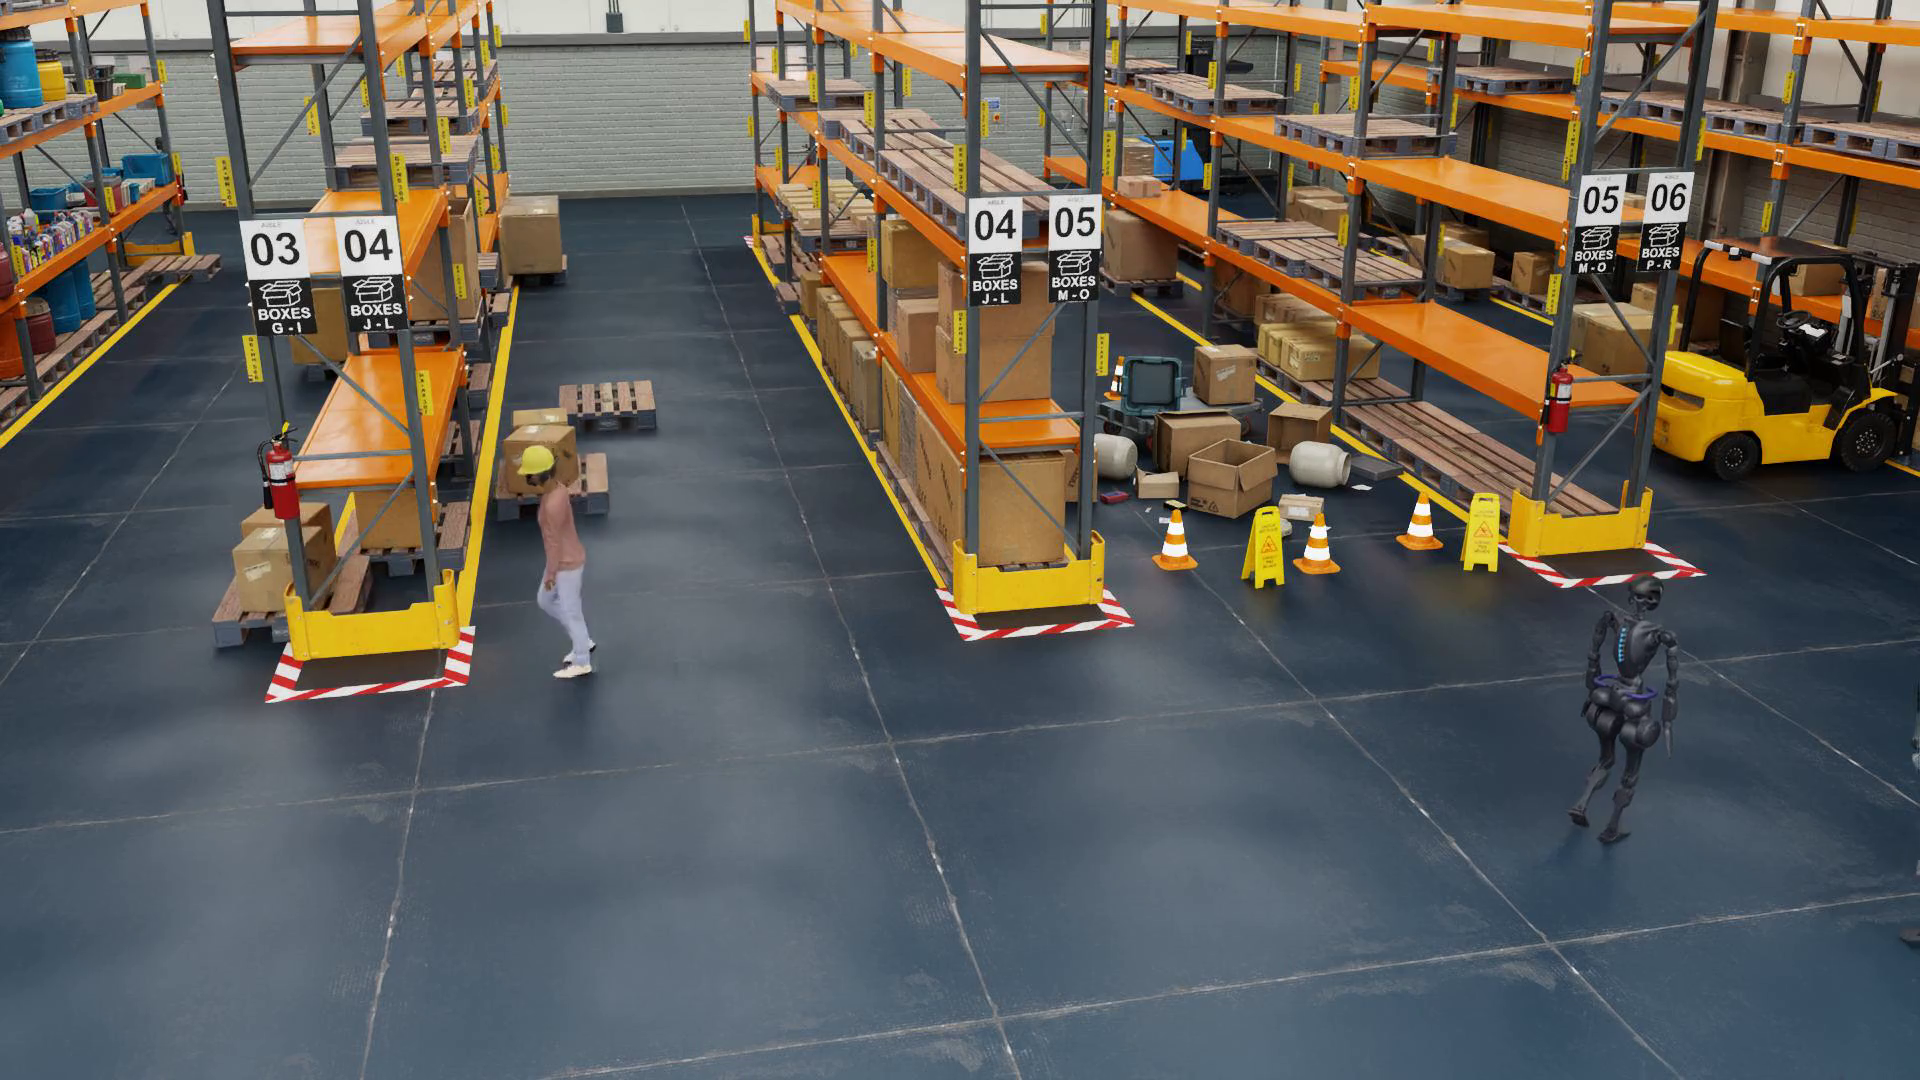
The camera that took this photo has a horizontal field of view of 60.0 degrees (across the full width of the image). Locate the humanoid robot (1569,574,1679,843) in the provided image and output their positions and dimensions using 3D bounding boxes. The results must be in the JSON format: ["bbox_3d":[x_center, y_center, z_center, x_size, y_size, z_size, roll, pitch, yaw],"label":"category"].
[{"bbox_3d":[3.799,0.980,9.541,0.404,1.640,0.612,-14,24,-33],"label":"humanoid robot"}]

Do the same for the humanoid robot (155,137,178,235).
[{"bbox_3d":[-13.712,-6.076,28.558,0.480,1.653,0.614,3,21,9],"label":"humanoid robot"}]

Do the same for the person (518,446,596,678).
[{"bbox_3d":[-2.818,0.165,11.632,0.408,1.744,0.520,-6,21,-16],"label":"person"}]

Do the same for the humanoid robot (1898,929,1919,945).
[{"bbox_3d":[5.192,1.390,8.429,0.593,1.650,0.379,-8,22,-20],"label":"humanoid robot"}]

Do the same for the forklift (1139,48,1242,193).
[{"bbox_3d":[4.566,-8.313,32.860,1.873,2.768,1.129,-4,21,-12],"label":"forklift"}]

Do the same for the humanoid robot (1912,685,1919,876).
[{"bbox_3d":[5.525,1.137,9.068,0.709,1.814,0.552,-16,25,-36],"label":"humanoid robot"}]

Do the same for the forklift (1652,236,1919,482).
[{"bbox_3d":[8.013,-1.814,16.330,2.313,2.155,1.214,-4,21,-12],"label":"forklift"}]
